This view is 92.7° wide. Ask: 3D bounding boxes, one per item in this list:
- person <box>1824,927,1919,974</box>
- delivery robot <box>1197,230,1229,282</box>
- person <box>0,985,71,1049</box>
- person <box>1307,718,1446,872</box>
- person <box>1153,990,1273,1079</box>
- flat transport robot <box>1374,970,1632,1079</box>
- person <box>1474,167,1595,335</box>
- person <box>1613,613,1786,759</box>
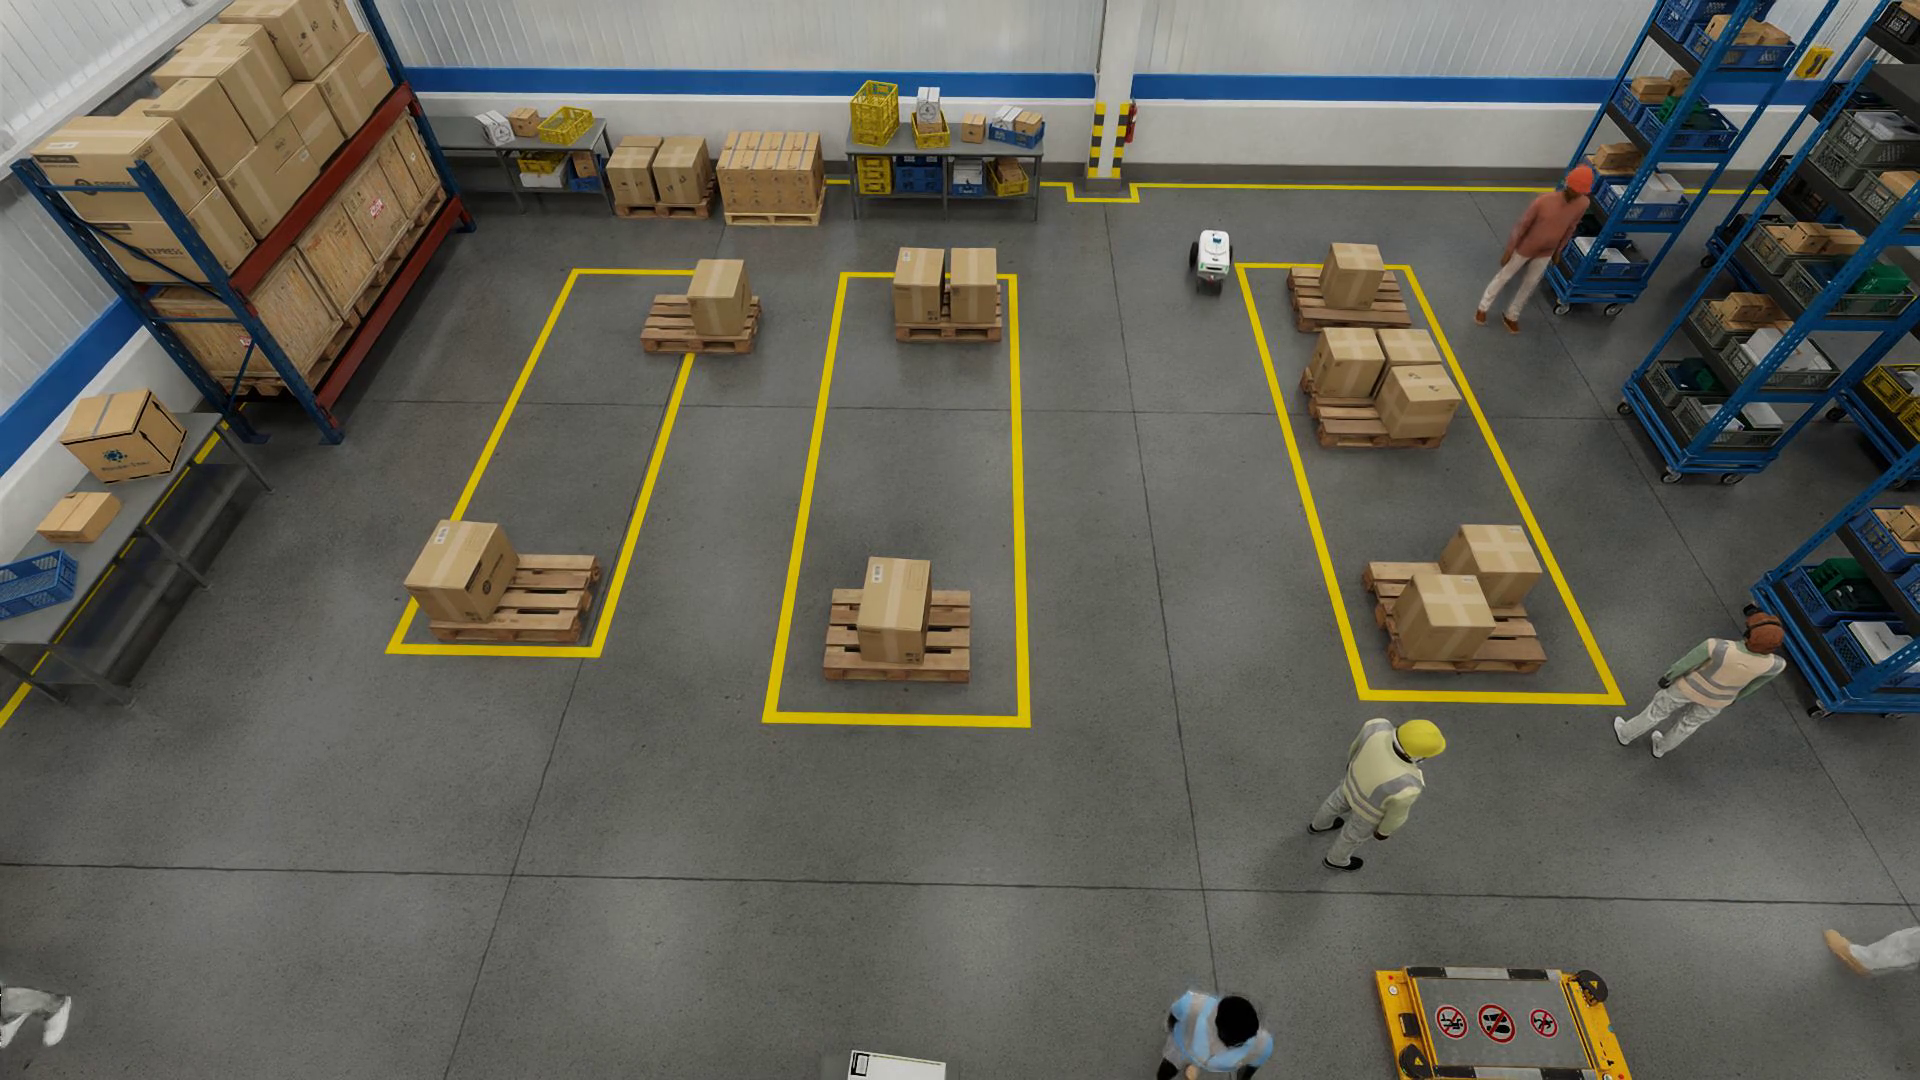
[{"bbox_3d":[6.135,2.479,5.469,0.671,1.804,0.753,-10,51,-8],"label":"person"},{"bbox_3d":[3.055,-3.440,11.032,0.477,0.478,0.707,8,51,6],"label":"delivery robot"},{"bbox_3d":[-6.073,2.600,5.316,0.614,1.896,0.426,-13,52,-10],"label":"person"},{"bbox_3d":[2.748,1.683,6.096,0.404,1.833,0.592,-7,51,-5],"label":"person"},{"bbox_3d":[1.403,2.908,5.196,0.566,1.690,0.491,20,54,16],"label":"person"},{"bbox_3d":[3.501,3.133,5.914,1.431,0.197,0.652,1,51,1],"label":"flat transport robot"},{"bbox_3d":[6.237,-3.117,9.934,0.644,1.966,0.624,2,51,2],"label":"person"},{"bbox_3d":[5.417,1.094,6.705,0.514,1.634,0.313,19,53,15],"label":"person"}]
